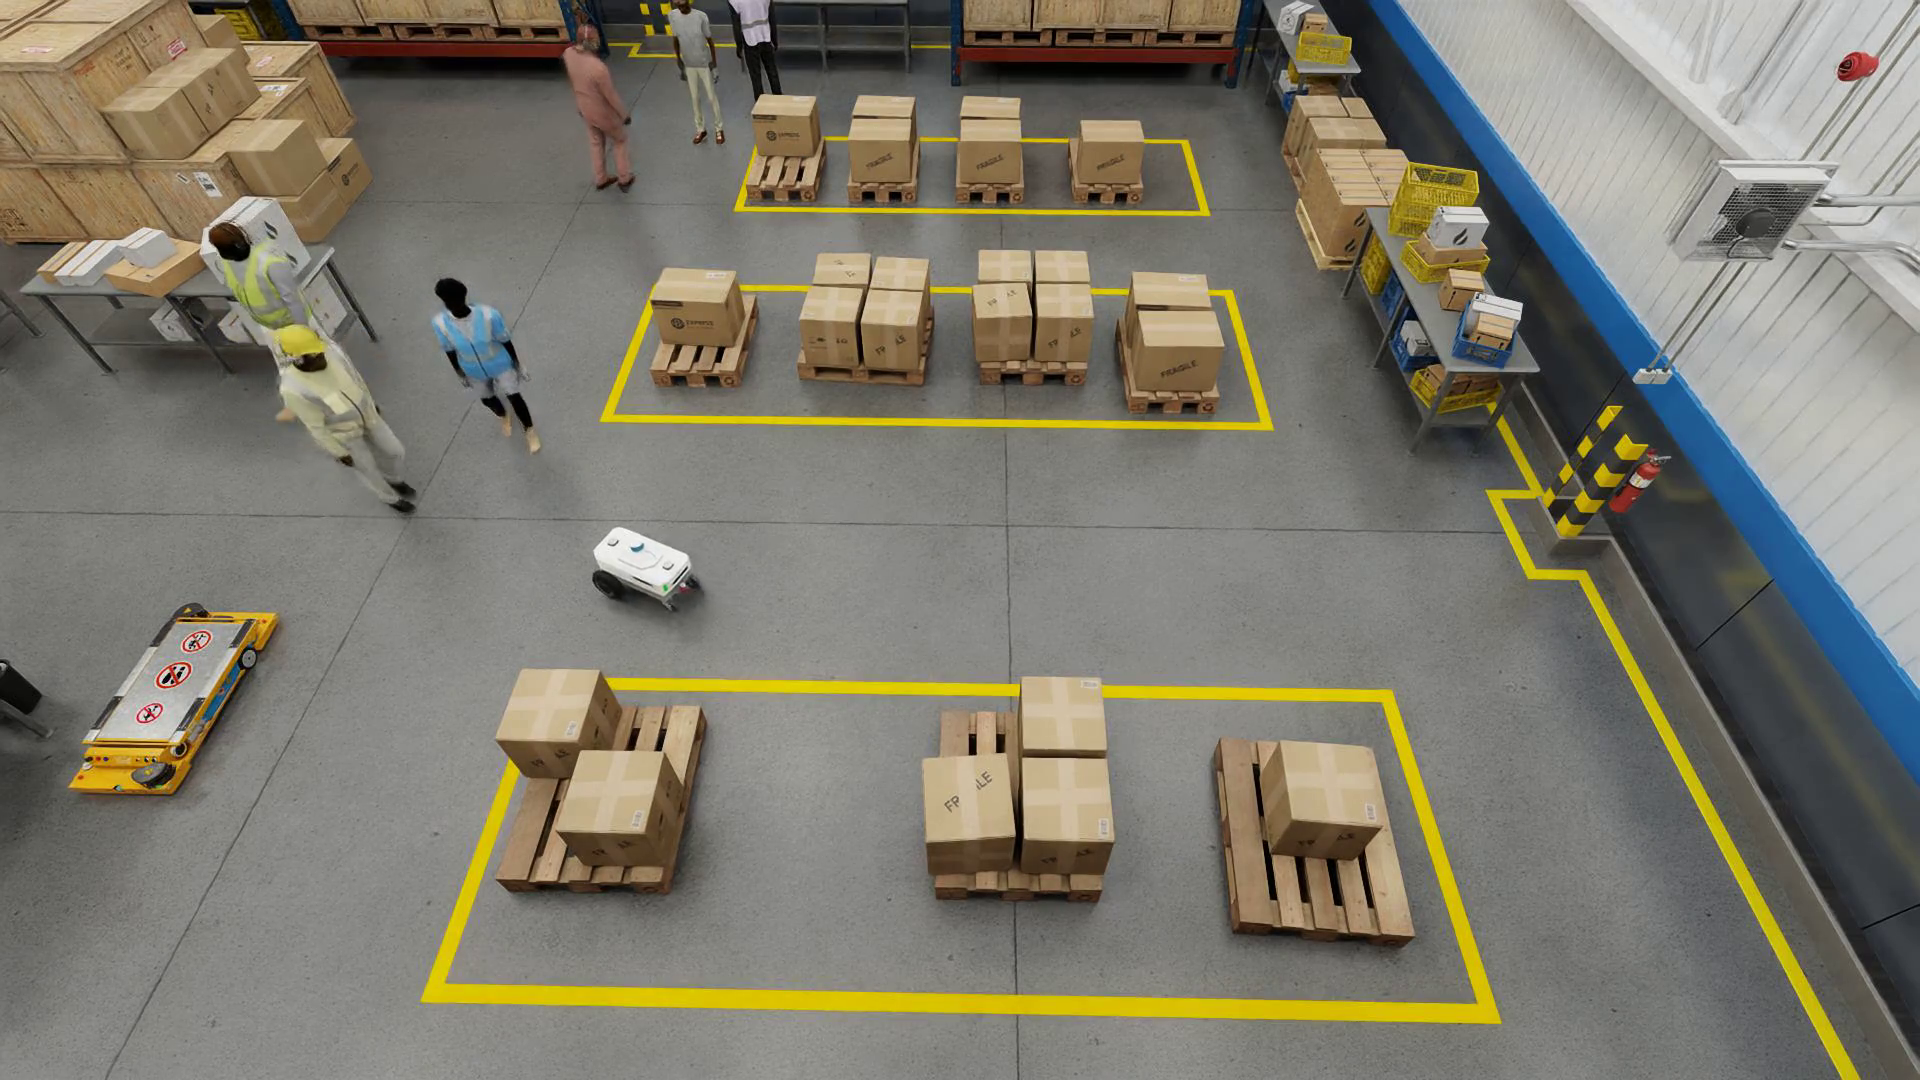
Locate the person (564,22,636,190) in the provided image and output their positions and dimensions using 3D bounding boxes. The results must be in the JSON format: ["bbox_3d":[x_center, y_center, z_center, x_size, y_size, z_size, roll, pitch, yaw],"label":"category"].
[{"bbox_3d":[-4.102,-4.900,10.459,0.674,1.871,0.499,28,55,22],"label":"person"}]

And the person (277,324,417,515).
[{"bbox_3d":[-4.717,-0.896,7.097,0.437,1.818,0.608,17,52,14],"label":"person"}]

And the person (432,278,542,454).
[{"bbox_3d":[-3.940,-1.461,7.672,0.556,1.709,0.417,-13,51,-11],"label":"person"}]

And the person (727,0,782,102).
[{"bbox_3d":[-2.582,-6.338,11.640,0.592,1.920,0.392,-26,55,-21],"label":"person"}]

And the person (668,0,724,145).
[{"bbox_3d":[-3.213,-5.798,11.215,0.512,1.872,0.330,4,50,4],"label":"person"}]

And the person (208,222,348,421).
[{"bbox_3d":[-5.899,-1.834,7.899,0.639,1.805,0.825,9,50,8],"label":"person"}]

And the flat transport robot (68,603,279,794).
[{"bbox_3d":[-5.504,1.072,6.442,0.652,0.197,1.431,1,50,1],"label":"flat transport robot"}]

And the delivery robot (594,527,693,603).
[{"bbox_3d":[-2.399,0.171,6.961,0.707,0.478,0.477,21,53,17],"label":"delivery robot"}]
